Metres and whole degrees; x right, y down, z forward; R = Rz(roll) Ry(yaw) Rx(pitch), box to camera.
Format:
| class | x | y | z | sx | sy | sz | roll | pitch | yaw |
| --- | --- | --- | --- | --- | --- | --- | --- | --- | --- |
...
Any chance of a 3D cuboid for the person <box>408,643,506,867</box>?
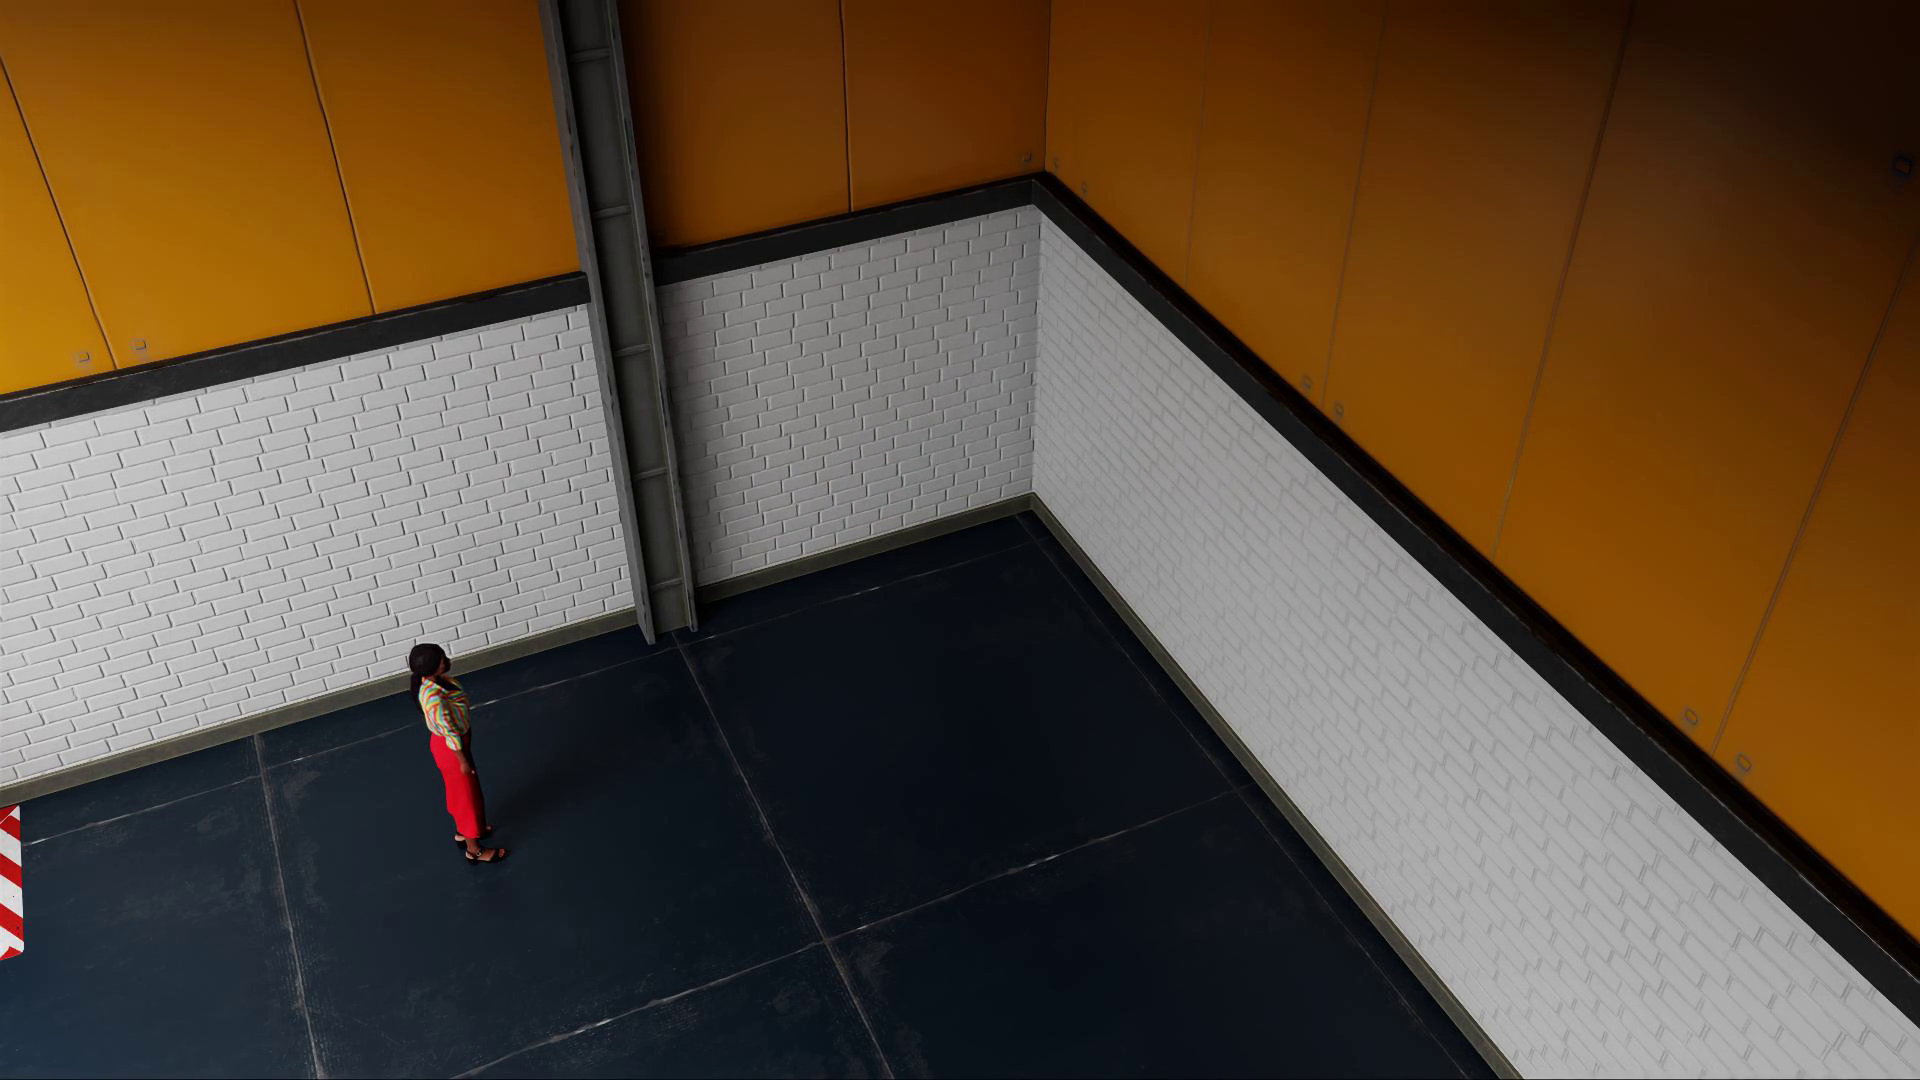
| class | x | y | z | sx | sy | sz | roll | pitch | yaw |
| --- | --- | --- | --- | --- | --- | --- | --- | --- | --- |
| person | -3.159 | 1.330 | 10.363 | 0.557 | 1.793 | 0.616 | -21 | 43 | -24 |
